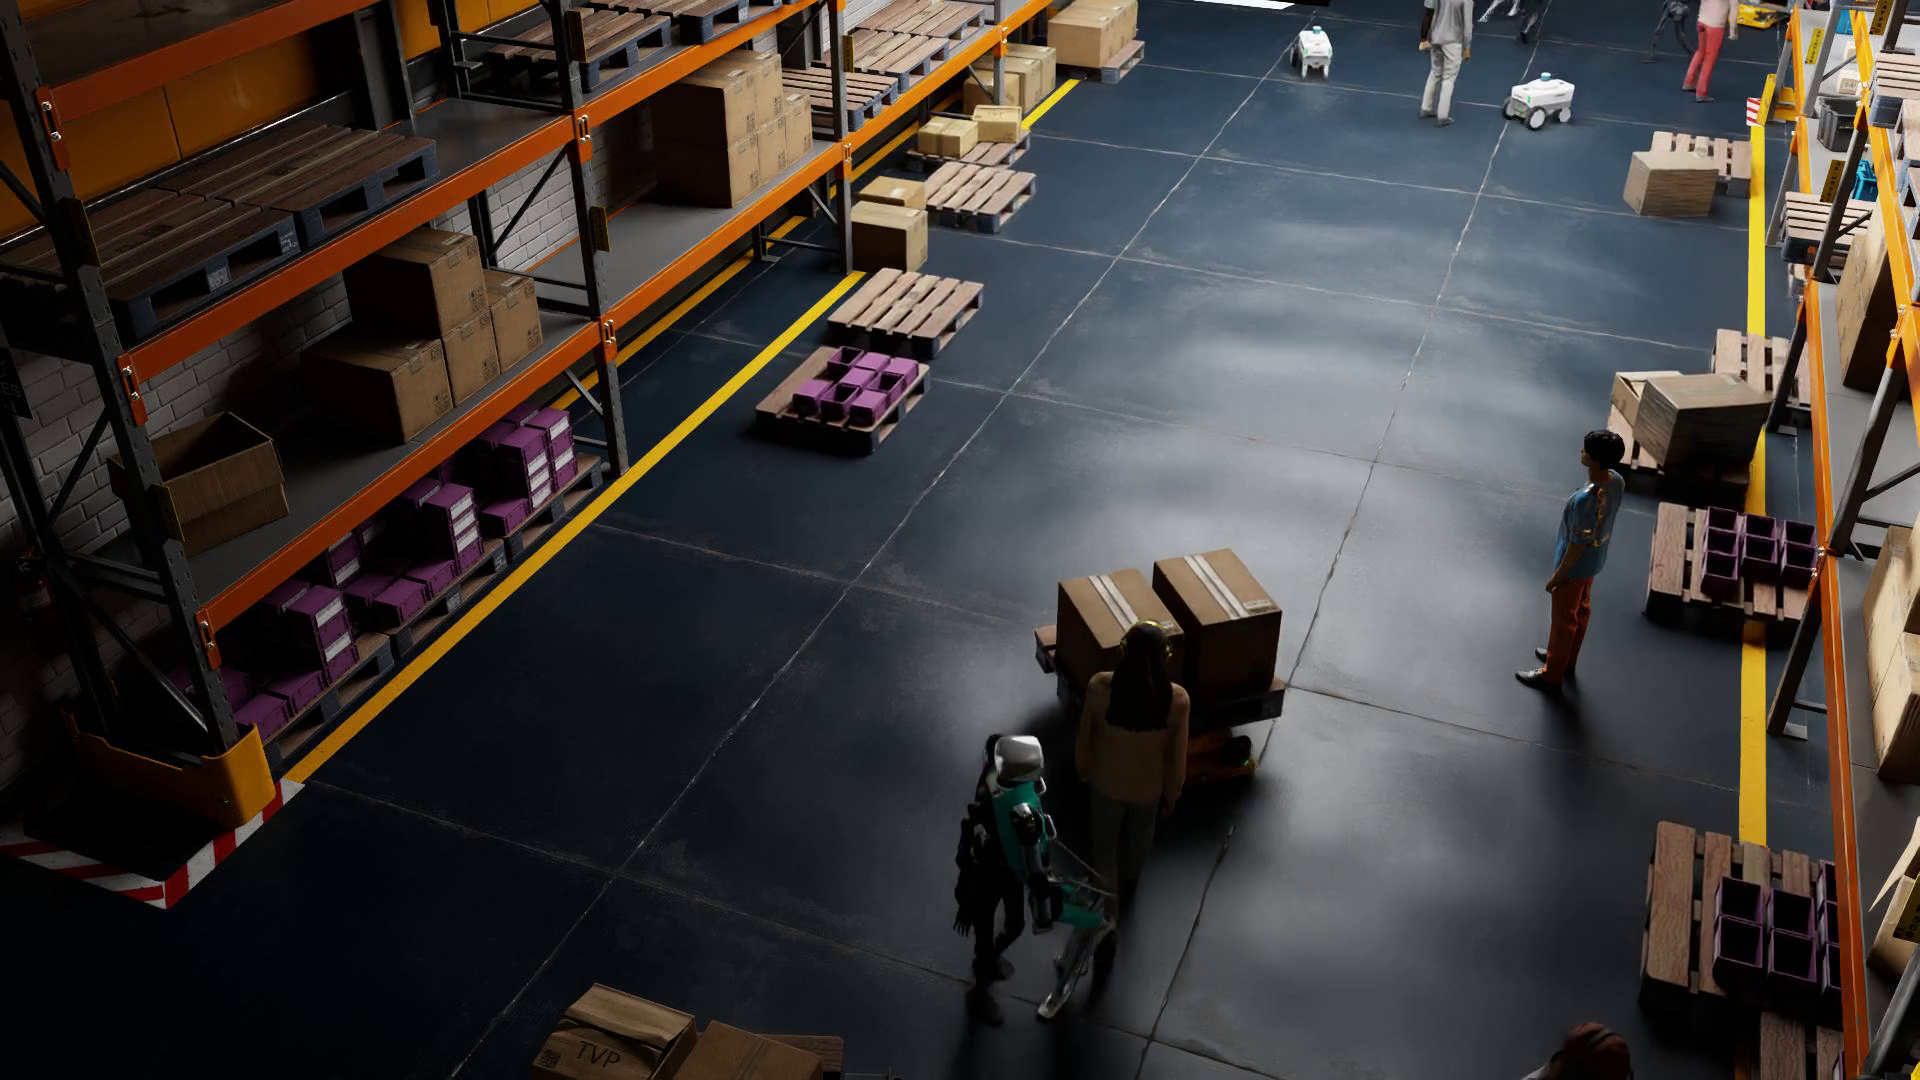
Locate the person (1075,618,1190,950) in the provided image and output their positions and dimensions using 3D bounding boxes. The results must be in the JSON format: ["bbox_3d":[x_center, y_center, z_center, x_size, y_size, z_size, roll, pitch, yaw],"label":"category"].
[{"bbox_3d":[0.842,1.200,8.286,0.550,1.848,0.876,3,33,4],"label":"person"}]

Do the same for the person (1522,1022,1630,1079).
[{"bbox_3d":[2.206,2.494,6.231,0.668,1.892,0.452,-22,39,-30],"label":"person"}]

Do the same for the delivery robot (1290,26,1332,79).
[{"bbox_3d":[4.428,-6.113,20.800,0.499,0.606,0.807,2,33,3],"label":"delivery robot"}]

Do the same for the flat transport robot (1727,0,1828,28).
[{"bbox_3d":[11.122,-7.346,22.960,1.431,0.231,0.659,-27,41,-35],"label":"flat transport robot"}]

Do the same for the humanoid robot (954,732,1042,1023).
[{"bbox_3d":[0.174,1.565,7.885,0.369,1.670,0.592,27,42,35],"label":"humanoid robot"}]

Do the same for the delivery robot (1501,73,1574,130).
[{"bbox_3d":[6.709,-5.084,19.188,0.765,0.586,0.499,-14,35,-21],"label":"delivery robot"}]

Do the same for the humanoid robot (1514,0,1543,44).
[{"bbox_3d":[7.380,-7.222,21.478,0.589,1.647,0.489,21,38,29],"label":"humanoid robot"}]

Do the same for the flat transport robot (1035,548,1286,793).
[{"bbox_3d":[1.181,0.972,10.087,0.659,0.231,1.431,-10,34,-15],"label":"flat transport robot"}]

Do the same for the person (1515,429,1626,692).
[{"bbox_3d":[3.713,0.121,10.024,0.326,1.767,0.488,25,40,33],"label":"person"}]

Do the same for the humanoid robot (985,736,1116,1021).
[{"bbox_3d":[0.507,1.577,7.804,0.820,1.781,0.629,-8,34,-11],"label":"humanoid robot"}]

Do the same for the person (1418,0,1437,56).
[{"bbox_3d":[6.122,-7.038,21.175,0.319,1.693,0.531,-12,35,-18],"label":"person"}]

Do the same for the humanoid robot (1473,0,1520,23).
[{"bbox_3d":[7.487,-7.891,22.486,0.913,1.785,0.562,-18,37,-26],"label":"humanoid robot"}]

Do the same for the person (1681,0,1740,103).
[{"bbox_3d":[8.925,-6.073,19.616,0.373,1.754,0.613,-9,34,-13],"label":"person"}]

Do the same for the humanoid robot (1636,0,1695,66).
[{"bbox_3d":[9.024,-6.731,20.775,0.782,1.648,0.615,2,33,3],"label":"humanoid robot"}]

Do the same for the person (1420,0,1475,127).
[{"bbox_3d":[5.528,-5.635,18.821,0.417,1.889,0.600,-21,39,-29],"label":"person"}]
